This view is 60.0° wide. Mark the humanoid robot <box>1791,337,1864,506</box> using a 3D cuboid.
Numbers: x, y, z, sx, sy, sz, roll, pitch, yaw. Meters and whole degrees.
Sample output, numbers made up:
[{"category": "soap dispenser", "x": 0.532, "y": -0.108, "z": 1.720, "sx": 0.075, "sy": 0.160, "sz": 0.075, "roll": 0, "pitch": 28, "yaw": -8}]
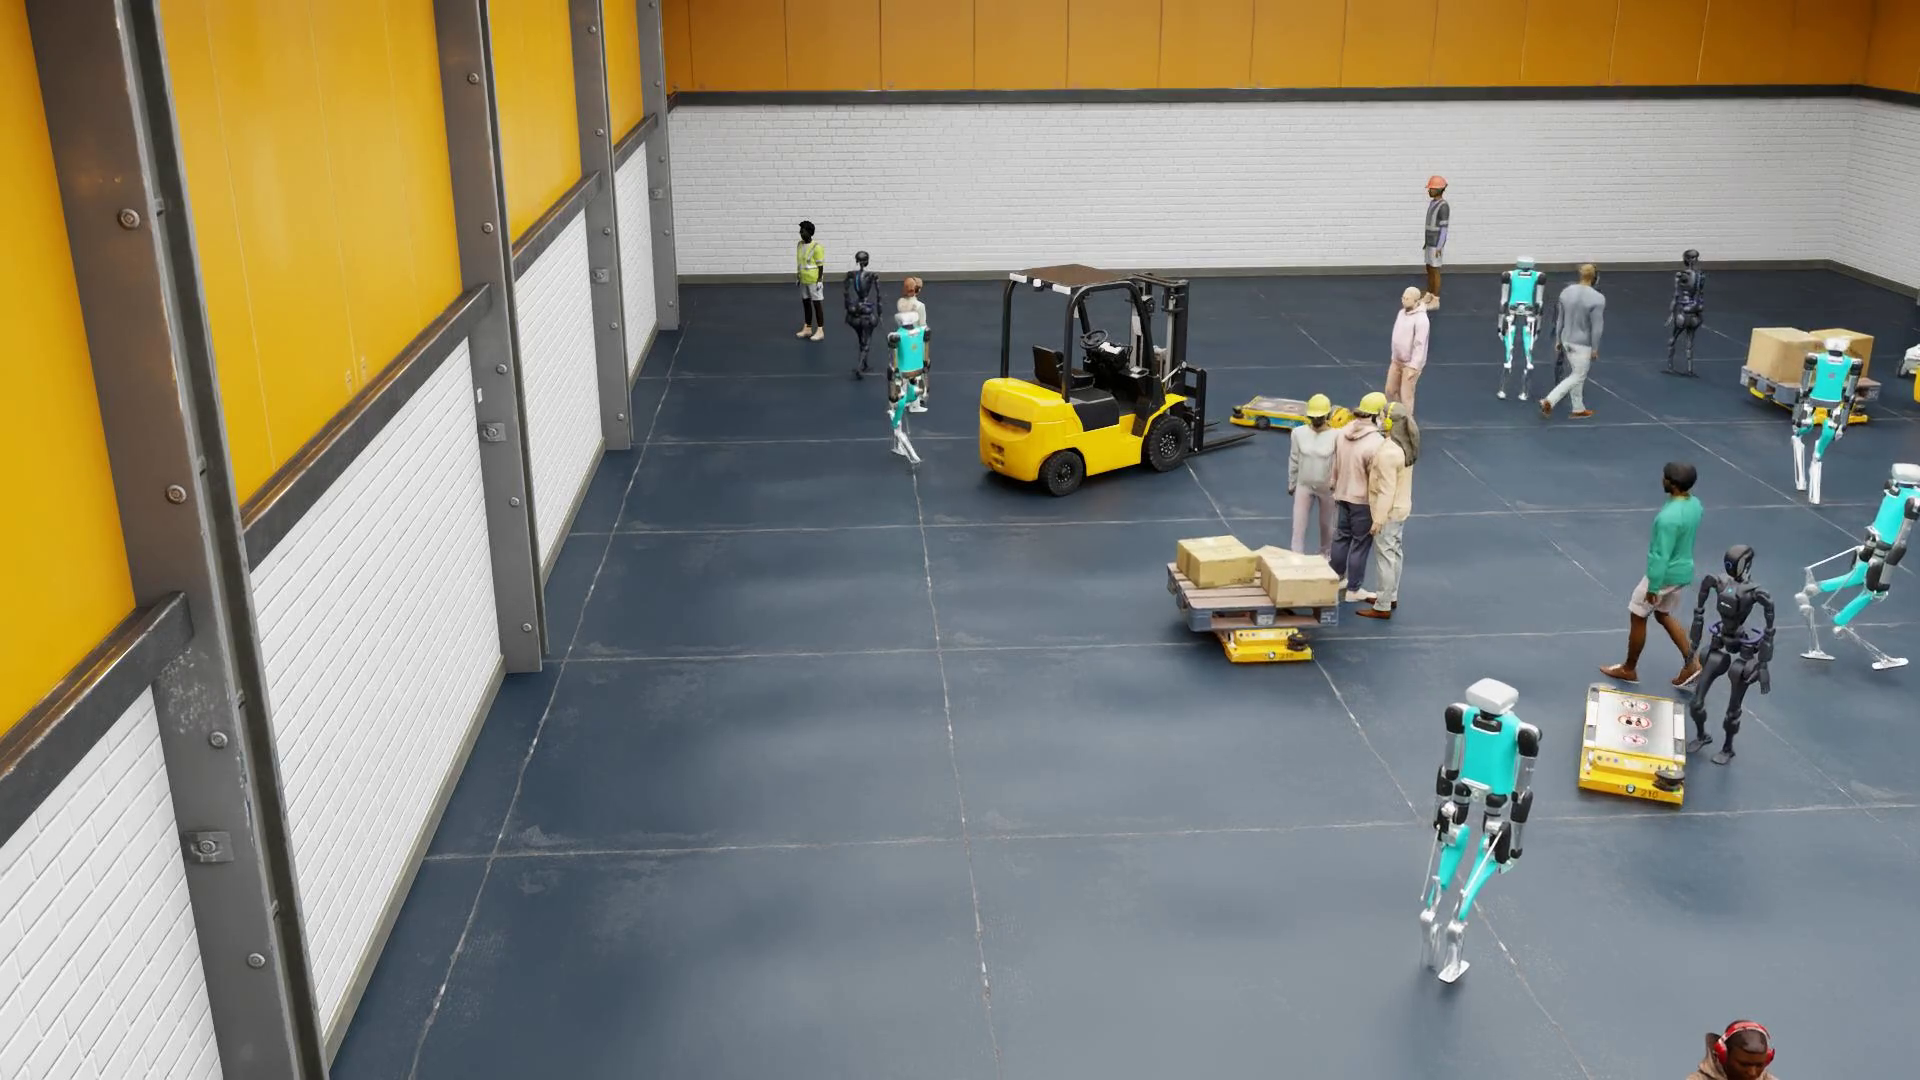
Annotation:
[{"category": "humanoid robot", "x": 8.697, "y": -1.222, "z": 16.830, "sx": 0.549, "sy": 1.764, "sz": 0.921, "roll": 8, "pitch": 22, "yaw": 21}]

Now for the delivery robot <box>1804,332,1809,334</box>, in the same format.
[{"category": "delivery robot", "x": 11.055, "y": -2.436, "z": 21.875, "sx": 0.499, "sy": 0.612, "sz": 0.789, "roll": 8, "pitch": 21, "yaw": 20}]

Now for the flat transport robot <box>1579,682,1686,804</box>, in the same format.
[{"category": "flat transport robot", "x": 4.761, "y": 1.417, "z": 11.766, "sx": 0.659, "sy": 0.231, "sz": 1.431, "roll": 8, "pitch": 22, "yaw": 20}]

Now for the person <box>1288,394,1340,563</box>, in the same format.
[{"category": "person", "x": 3.150, "y": -0.458, "z": 14.772, "sx": 0.527, "sy": 1.718, "sz": 0.918, "roll": 9, "pitch": 22, "yaw": 22}]

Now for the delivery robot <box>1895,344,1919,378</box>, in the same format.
[{"category": "delivery robot", "x": 12.580, "y": -2.351, "z": 21.613, "sx": 0.774, "sy": 0.592, "sz": 0.499, "roll": -16, "pitch": 25, "yaw": -36}]

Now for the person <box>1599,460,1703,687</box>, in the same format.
[{"category": "person", "x": 5.362, "y": 0.271, "z": 12.621, "sx": 0.523, "sy": 1.829, "sz": 0.718, "roll": -16, "pitch": 25, "yaw": -36}]

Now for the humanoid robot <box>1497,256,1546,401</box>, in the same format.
[{"category": "humanoid robot", "x": 6.893, "y": -2.579, "z": 20.471, "sx": 0.539, "sy": 1.744, "sz": 0.708, "roll": 4, "pitch": 21, "yaw": 12}]

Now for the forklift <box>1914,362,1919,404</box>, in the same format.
[{"category": "forklift", "x": 12.602, "y": -2.435, "z": 19.475, "sx": 2.313, "sy": 2.155, "sz": 1.214, "roll": -1, "pitch": 20, "yaw": -4}]

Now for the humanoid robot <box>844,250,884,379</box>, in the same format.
[{"category": "humanoid robot", "x": -1.294, "y": -2.941, "z": 21.657, "sx": 0.592, "sy": 1.641, "sz": 0.740, "roll": 9, "pitch": 22, "yaw": 24}]

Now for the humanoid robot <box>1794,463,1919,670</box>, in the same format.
[{"category": "humanoid robot", "x": 6.906, "y": 0.237, "z": 12.839, "sx": 0.979, "sy": 1.726, "sz": 0.541, "roll": 3, "pitch": 20, "yaw": 8}]

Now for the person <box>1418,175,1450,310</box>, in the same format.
[{"category": "person", "x": 7.226, "y": -4.548, "z": 25.449, "sx": 0.388, "sy": 2.040, "sz": 0.613, "roll": -1, "pitch": 20, "yaw": -4}]

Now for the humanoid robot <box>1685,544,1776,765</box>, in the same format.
[{"category": "humanoid robot", "x": 5.315, "y": 0.787, "z": 11.454, "sx": 0.399, "sy": 1.641, "sz": 0.616, "roll": -15, "pitch": 25, "yaw": -36}]

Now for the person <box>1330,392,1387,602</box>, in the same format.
[{"category": "person", "x": 3.434, "y": -0.369, "z": 14.334, "sx": 0.434, "sy": 1.856, "sz": 0.821, "roll": -8, "pitch": 22, "yaw": -21}]

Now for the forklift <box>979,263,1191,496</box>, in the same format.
[{"category": "forklift", "x": 1.315, "y": -1.764, "z": 17.646, "sx": 2.313, "sy": 2.155, "sz": 1.214, "roll": -14, "pitch": 24, "yaw": -33}]

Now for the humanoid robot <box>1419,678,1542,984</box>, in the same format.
[{"category": "humanoid robot", "x": 2.693, "y": 1.705, "z": 8.983, "sx": 0.537, "sy": 1.874, "sz": 0.733, "roll": 18, "pitch": 27, "yaw": 41}]

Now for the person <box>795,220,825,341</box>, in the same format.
[{"category": "person", "x": -2.133, "y": -3.682, "z": 23.584, "sx": 0.317, "sy": 1.695, "sz": 0.539, "roll": -19, "pitch": 27, "yaw": -41}]

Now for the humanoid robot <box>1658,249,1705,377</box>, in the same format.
[{"category": "humanoid robot", "x": 9.455, "y": -2.958, "z": 21.653, "sx": 0.585, "sy": 1.633, "sz": 0.553, "roll": -10, "pitch": 23, "yaw": -26}]

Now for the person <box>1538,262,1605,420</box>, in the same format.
[{"category": "person", "x": 7.216, "y": -2.312, "z": 19.563, "sx": 0.839, "sy": 1.910, "sz": 0.627, "roll": -8, "pitch": 22, "yaw": -22}]

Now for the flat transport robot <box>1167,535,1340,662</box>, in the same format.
[{"category": "flat transport robot", "x": 2.410, "y": 0.647, "z": 13.864, "sx": 0.659, "sy": 0.231, "sz": 1.431, "roll": -2, "pitch": 20, "yaw": -5}]

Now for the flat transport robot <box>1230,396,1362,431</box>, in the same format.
[{"category": "flat transport robot", "x": 3.962, "y": -1.449, "z": 19.576, "sx": 1.431, "sy": 0.231, "sz": 0.659, "roll": 10, "pitch": 22, "yaw": 24}]

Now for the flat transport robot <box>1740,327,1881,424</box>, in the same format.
[{"category": "flat transport robot", "x": 10.319, "y": -1.699, "z": 20.258, "sx": 0.659, "sy": 0.231, "sz": 1.431, "roll": -2, "pitch": 20, "yaw": -5}]

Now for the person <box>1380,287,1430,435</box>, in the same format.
[{"category": "person", "x": 5.073, "y": -1.992, "z": 18.863, "sx": 0.465, "sy": 1.774, "sz": 0.562, "roll": -8, "pitch": 22, "yaw": -21}]

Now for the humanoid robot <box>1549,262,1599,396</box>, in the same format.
[{"category": "humanoid robot", "x": 7.655, "y": -2.643, "z": 20.763, "sx": 0.599, "sy": 1.657, "sz": 0.315, "roll": 18, "pitch": 26, "yaw": 39}]

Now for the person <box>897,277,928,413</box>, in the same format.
[{"category": "person", "x": -0.581, "y": -2.351, "z": 20.056, "sx": 0.315, "sy": 1.633, "sz": 0.515, "roll": -15, "pitch": 25, "yaw": -35}]

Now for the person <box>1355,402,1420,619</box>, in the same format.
[{"category": "person", "x": 3.607, "y": -0.245, "z": 13.968, "sx": 0.403, "sy": 1.877, "sz": 0.555, "roll": 12, "pitch": 23, "yaw": 29}]

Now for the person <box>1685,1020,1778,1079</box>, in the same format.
[{"category": "person", "x": 2.995, "y": 2.576, "z": 6.611, "sx": 0.454, "sy": 1.642, "sz": 0.315, "roll": 1, "pitch": 20, "yaw": 2}]

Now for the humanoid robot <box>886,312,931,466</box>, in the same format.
[{"category": "humanoid robot", "x": -0.638, "y": -1.635, "z": 17.923, "sx": 0.557, "sy": 1.731, "sz": 0.968, "roll": -14, "pitch": 25, "yaw": -34}]
